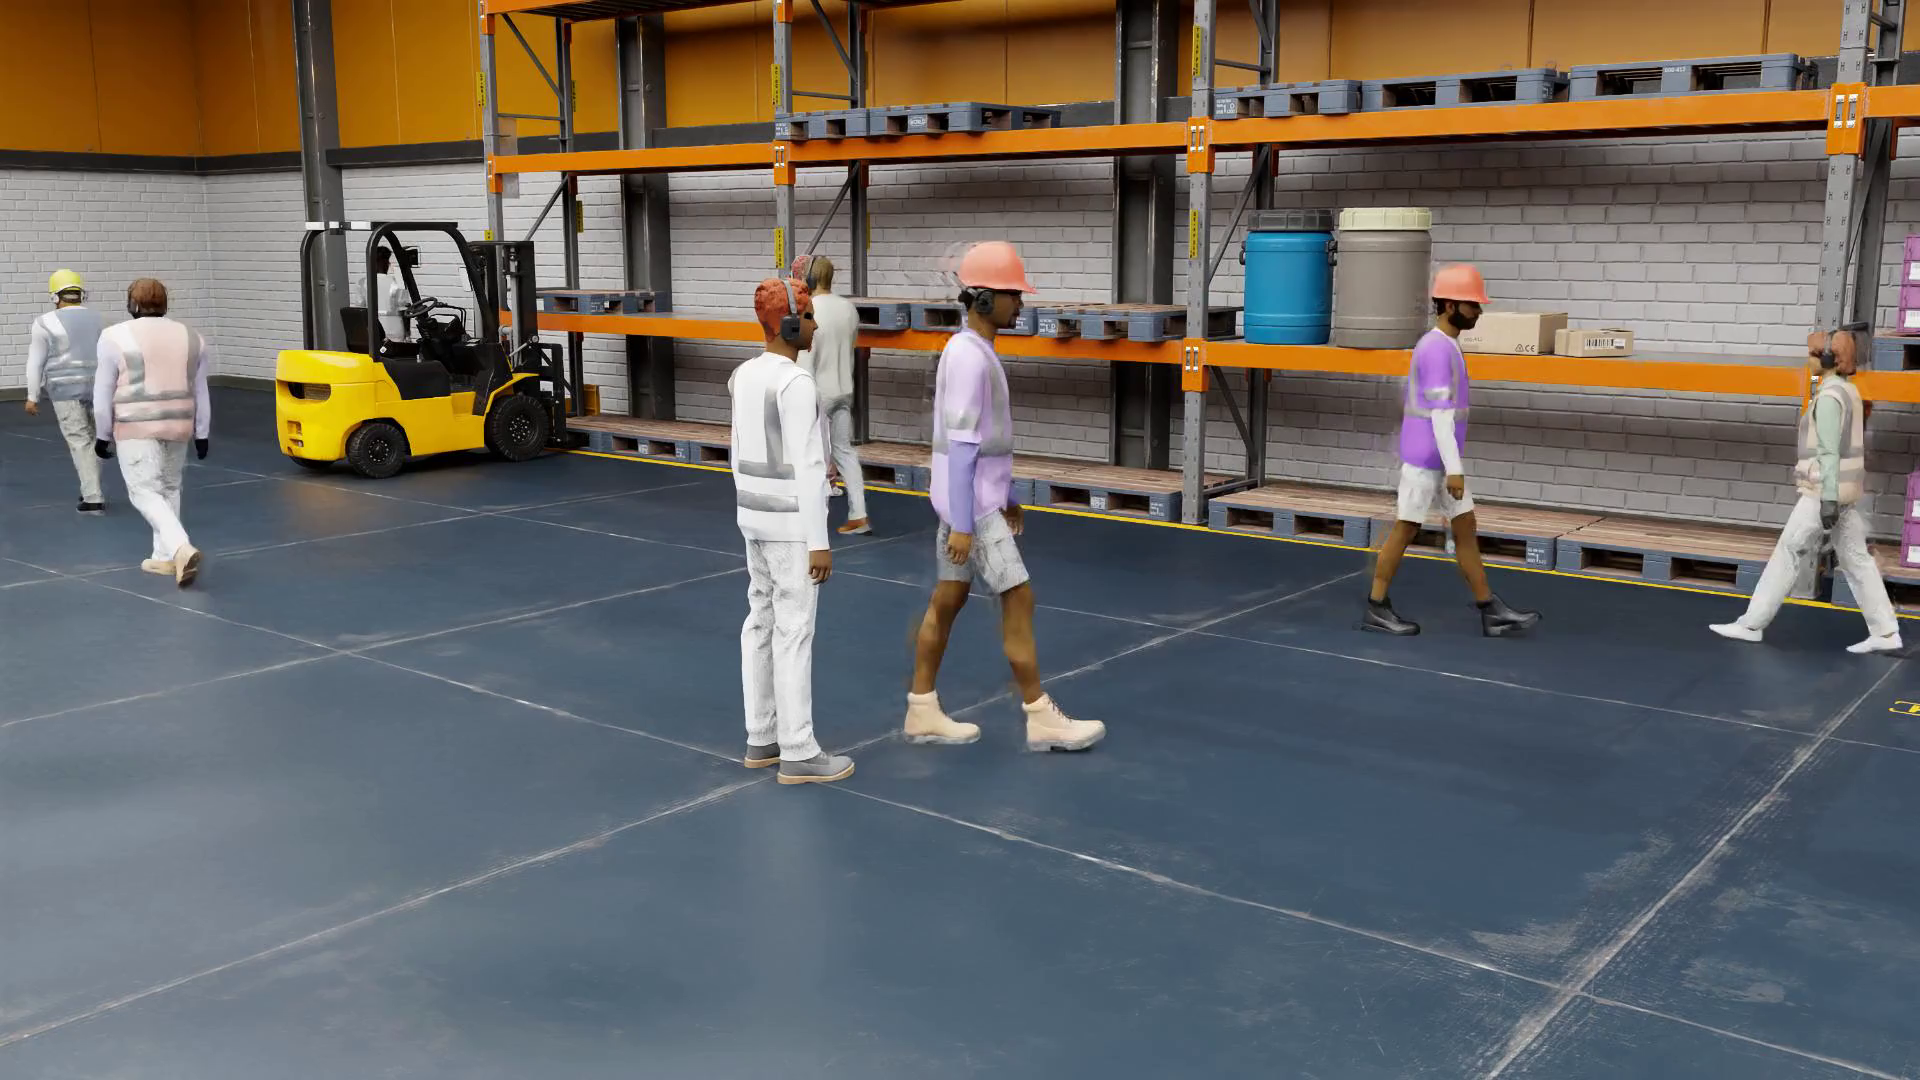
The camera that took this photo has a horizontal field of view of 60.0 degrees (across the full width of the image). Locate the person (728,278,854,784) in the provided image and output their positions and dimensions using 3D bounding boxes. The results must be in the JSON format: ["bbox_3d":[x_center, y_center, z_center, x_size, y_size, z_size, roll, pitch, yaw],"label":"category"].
[{"bbox_3d":[-0.652,-0.031,6.241,0.353,1.883,0.573,-7,12,-33],"label":"person"}]

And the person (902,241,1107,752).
[{"bbox_3d":[0.185,-0.155,6.568,0.930,2.003,0.636,0,10,-1],"label":"person"}]

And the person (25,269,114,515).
[{"bbox_3d":[-6.601,-1.093,12.334,0.713,1.800,0.598,7,12,32],"label":"person"}]

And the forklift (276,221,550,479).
[{"bbox_3d":[-4.922,-1.741,14.854,1.214,2.155,2.313,8,13,38],"label":"forklift"}]

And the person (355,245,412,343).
[{"bbox_3d":[-6.438,-2.308,18.629,0.608,1.965,0.372,0,10,-1],"label":"person"}]

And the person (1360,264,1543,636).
[{"bbox_3d":[2.500,-0.419,8.354,0.958,1.888,0.569,5,11,25],"label":"person"}]

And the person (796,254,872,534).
[{"bbox_3d":[-0.928,-0.965,11.327,0.492,1.947,0.633,7,13,35],"label":"person"}]

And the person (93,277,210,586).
[{"bbox_3d":[-4.727,-0.639,9.816,0.833,1.813,0.626,7,12,34],"label":"person"}]

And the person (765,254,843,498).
[{"bbox_3d":[-1.198,-1.269,13.033,0.638,1.910,0.407,1,10,6],"label":"person"}]

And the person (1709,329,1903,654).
[{"bbox_3d":[4.243,-0.232,8.157,0.862,1.592,0.545,8,13,38],"label":"person"}]
